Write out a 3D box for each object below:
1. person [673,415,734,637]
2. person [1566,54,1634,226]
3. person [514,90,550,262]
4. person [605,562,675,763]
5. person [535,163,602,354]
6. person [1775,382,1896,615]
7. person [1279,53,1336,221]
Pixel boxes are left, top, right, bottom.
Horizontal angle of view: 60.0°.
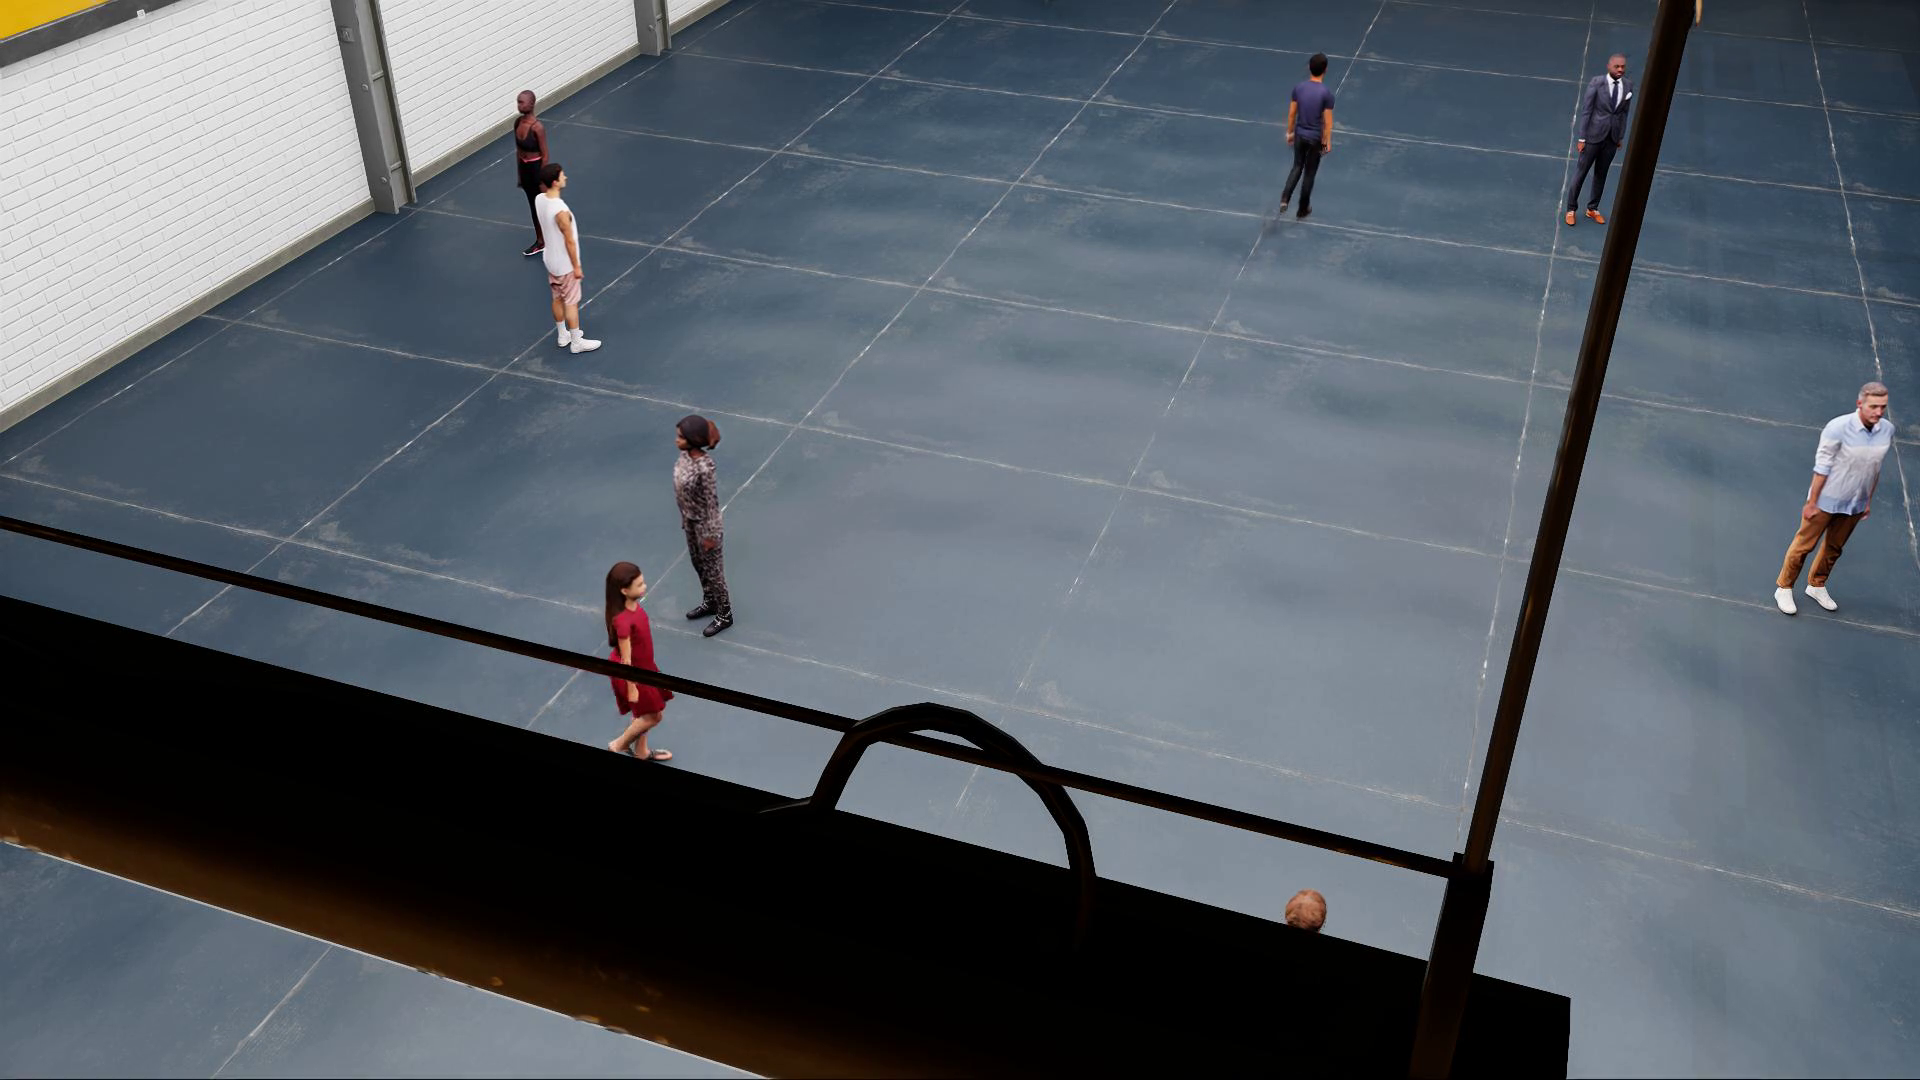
[{"bbox_3d":[-1.794,-0.108,11.599,0.718,1.713,0.676,-20,39,-28],"label":"person"},{"bbox_3d":[6.855,-4.307,17.818,0.784,1.824,0.777,-4,34,-6],"label":"person"},{"bbox_3d":[-4.332,-3.746,17.034,0.640,1.757,0.618,22,39,29],"label":"person"},{"bbox_3d":[-2.109,0.812,10.370,0.754,1.542,0.725,-2,34,-3],"label":"person"},{"bbox_3d":[-3.667,-2.581,15.253,0.748,1.788,0.736,-25,41,-32],"label":"person"},{"bbox_3d":[6.239,-0.315,11.809,0.770,1.826,0.749,-5,34,-7],"label":"person"},{"bbox_3d":[3.698,-4.273,17.805,0.762,1.781,0.822,23,40,30],"label":"person"}]
